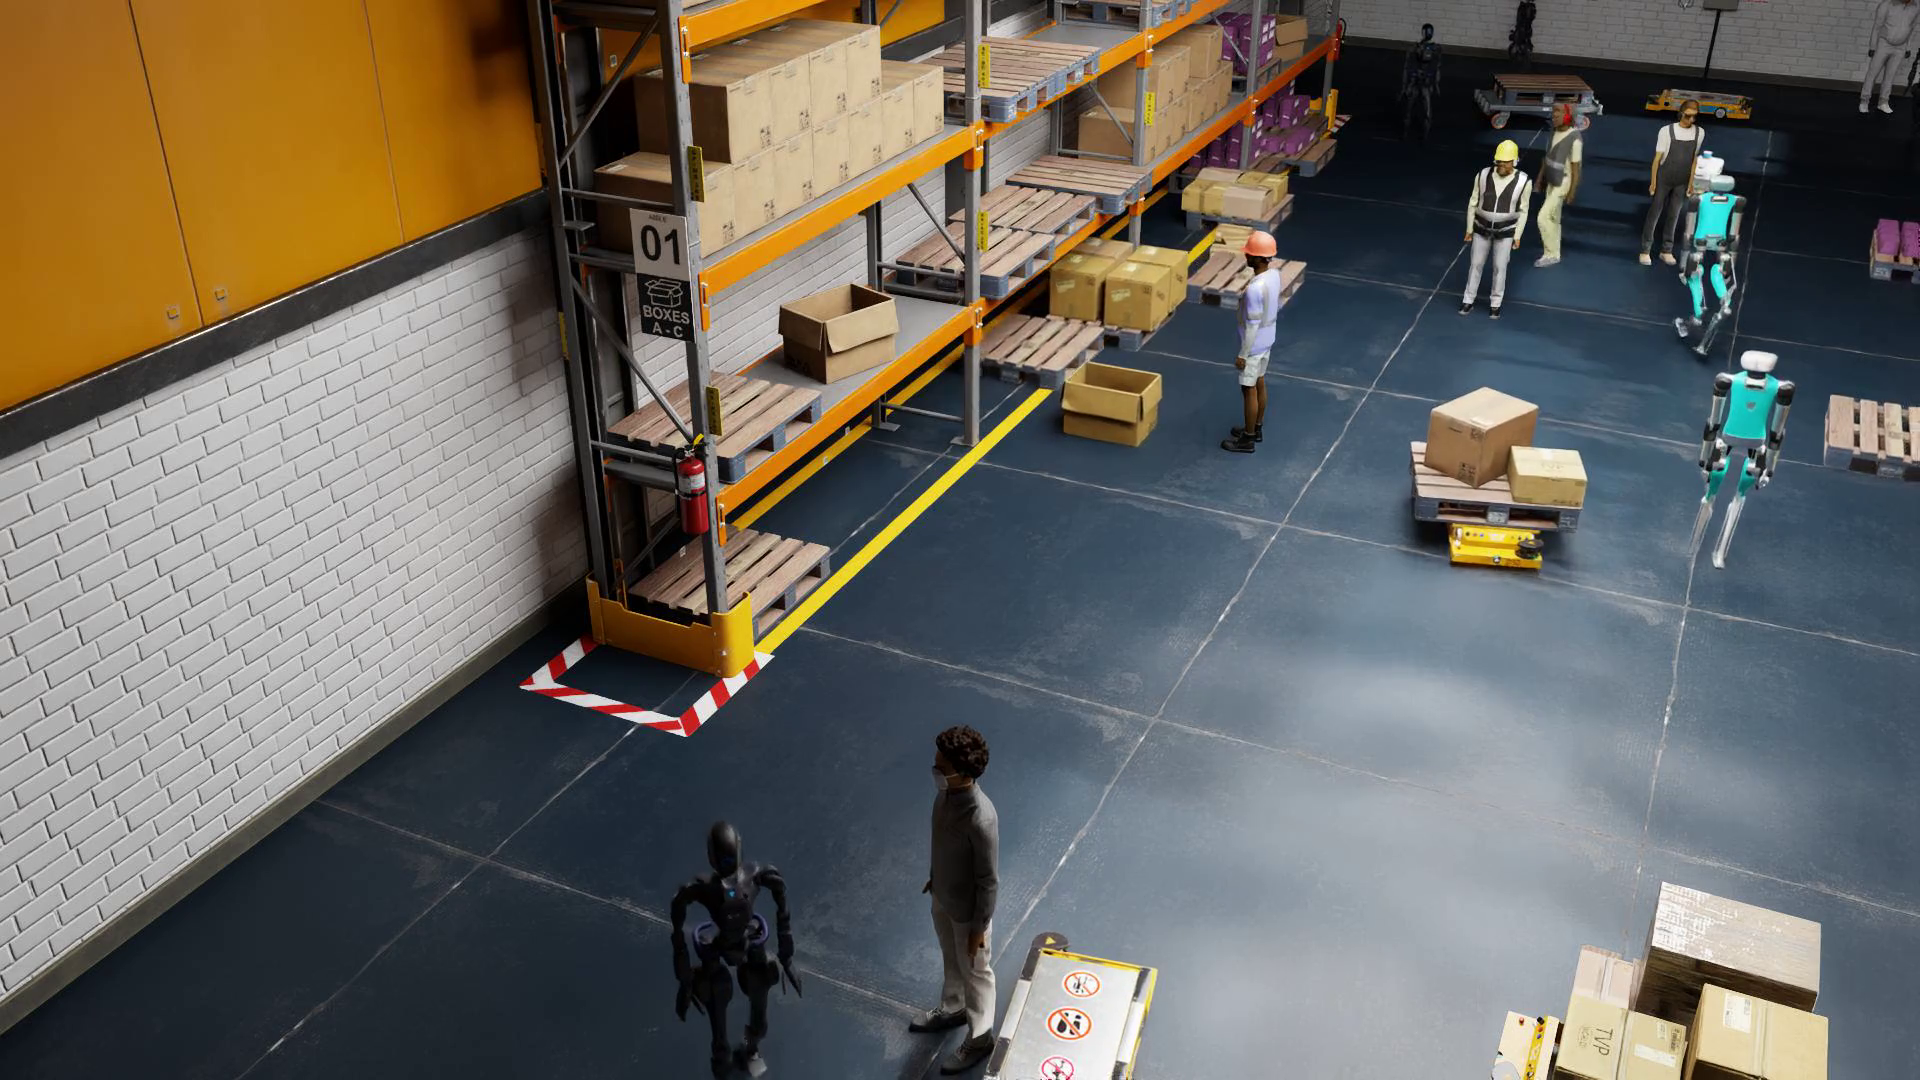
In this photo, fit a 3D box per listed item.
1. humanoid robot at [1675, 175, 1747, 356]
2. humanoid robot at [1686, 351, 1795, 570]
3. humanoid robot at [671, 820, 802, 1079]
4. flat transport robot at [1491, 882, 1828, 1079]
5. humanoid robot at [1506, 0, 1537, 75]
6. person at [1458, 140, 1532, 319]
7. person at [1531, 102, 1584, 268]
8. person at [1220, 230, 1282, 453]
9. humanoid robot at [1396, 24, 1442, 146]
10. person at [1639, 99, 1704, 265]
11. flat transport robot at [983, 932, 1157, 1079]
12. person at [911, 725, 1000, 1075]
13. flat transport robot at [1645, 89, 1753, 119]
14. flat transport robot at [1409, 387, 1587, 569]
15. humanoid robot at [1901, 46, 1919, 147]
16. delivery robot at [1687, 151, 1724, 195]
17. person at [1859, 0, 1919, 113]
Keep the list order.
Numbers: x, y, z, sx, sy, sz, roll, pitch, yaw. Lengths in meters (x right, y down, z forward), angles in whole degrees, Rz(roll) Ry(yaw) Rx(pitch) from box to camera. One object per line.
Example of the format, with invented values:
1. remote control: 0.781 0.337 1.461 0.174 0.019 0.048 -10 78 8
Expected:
1. humanoid robot: 7.202 -2.575 15.966 0.544 1.723 1.046 4 29 7
2. humanoid robot: 5.752 -0.585 12.342 0.541 1.868 0.663 12 30 20
3. humanoid robot: -1.037 1.952 7.663 0.588 1.649 0.590 -9 30 -17
4. flat transport robot: 3.262 2.645 7.824 1.431 0.231 0.659 13 31 22
5. humanoid robot: 8.564 -7.566 25.286 0.557 1.638 0.609 22 35 35
6. person: 5.444 -3.163 16.946 0.589 1.833 0.404 13 31 22
7. person: 6.546 -3.908 18.342 0.542 1.821 0.562 -3 28 -6
8. person: 2.477 -1.675 14.074 0.348 1.941 0.544 14 31 24
9. humanoid robot: 6.329 -6.235 22.823 0.612 1.634 0.656 -5 29 -9
10. person: 7.891 -3.959 18.411 0.507 1.845 0.345 -1 28 -2
11. flat transport robot: 0.521 2.497 8.098 0.659 0.231 1.431 8 29 14
12. person: 0.013 1.684 7.890 0.396 1.899 0.528 -14 31 -24
13. flat transport robot: 11.016 -6.498 24.777 1.431 0.231 0.659 13 31 22
14. flat transport robot: 4.167 -0.208 13.114 0.659 0.231 1.431 5 29 9
15. humanoid robot: 13.381 -6.268 22.896 0.647 1.635 0.608 -15 32 -25
16. delivery robot: 9.330 -4.567 20.911 0.499 0.609 0.794 17 33 29
17. person: 13.694 -7.253 24.455 0.641 1.907 0.414 0 28 0
